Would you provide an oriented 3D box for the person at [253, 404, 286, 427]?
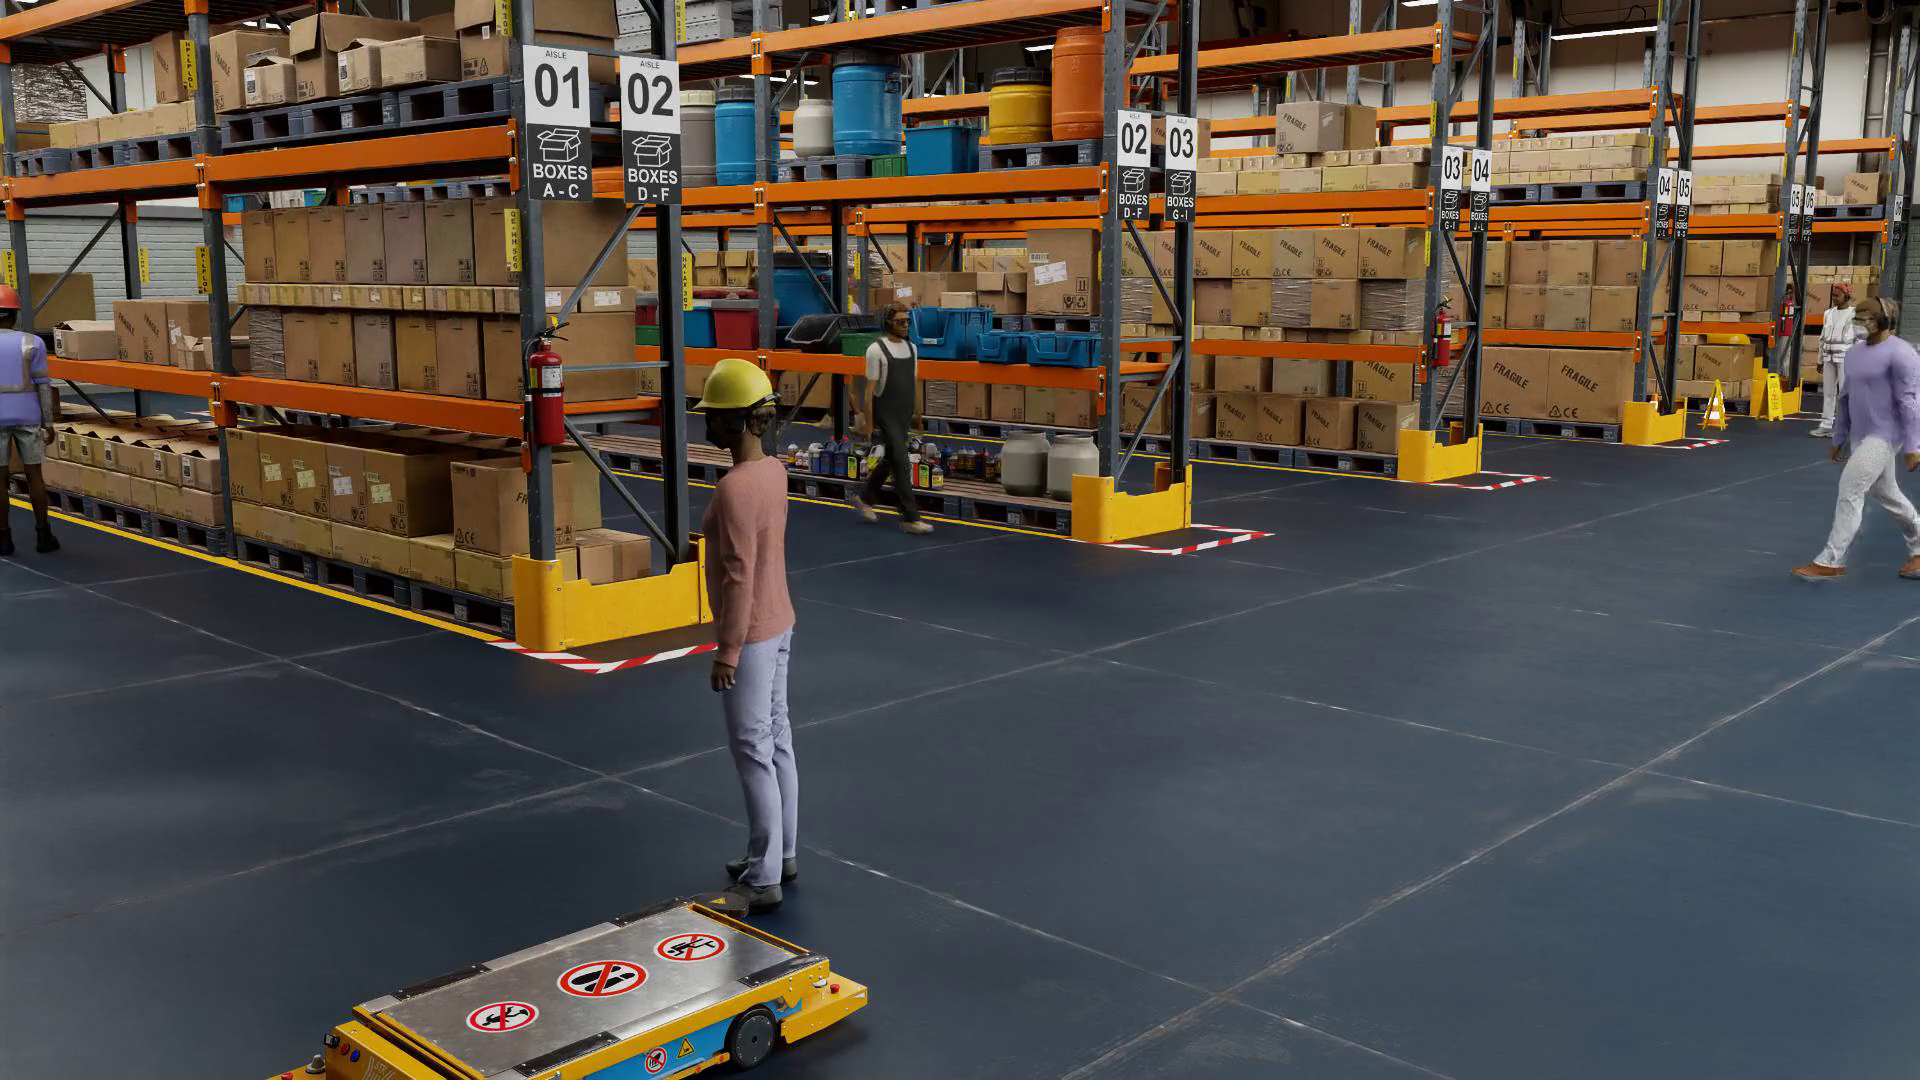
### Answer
[{"bbox_3d":[-7.813,-1.793,18.747,0.526,1.581,0.860,-8,12,-40],"label":"person"}]

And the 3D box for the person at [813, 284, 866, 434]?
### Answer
[{"bbox_3d":[-1.487,-2.340,20.884,1.032,1.999,0.624,8,12,40],"label":"person"}]

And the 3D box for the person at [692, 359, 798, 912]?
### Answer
[{"bbox_3d":[-0.695,0.304,5.358,0.310,1.768,0.533,1,9,8],"label":"person"}]

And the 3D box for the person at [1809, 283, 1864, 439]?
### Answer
[{"bbox_3d":[10.669,-2.175,20.195,0.337,1.882,0.583,-3,10,-19],"label":"person"}]

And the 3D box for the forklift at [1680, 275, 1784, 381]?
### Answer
[{"bbox_3d":[12.480,-3.427,27.053,1.214,2.155,2.313,9,13,43],"label":"forklift"}]

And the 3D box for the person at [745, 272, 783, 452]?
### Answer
[{"bbox_3d":[-2.221,-1.965,18.560,0.537,2.000,0.699,4,10,23],"label":"person"}]

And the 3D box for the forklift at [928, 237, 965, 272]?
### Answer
[{"bbox_3d":[-0.326,-5.817,39.609,1.129,2.768,1.873,9,13,43],"label":"forklift"}]

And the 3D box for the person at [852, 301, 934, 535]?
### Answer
[{"bbox_3d":[-0.568,-0.983,13.151,0.949,1.810,0.517,8,12,42],"label":"person"}]

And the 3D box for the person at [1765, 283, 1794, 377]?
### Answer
[{"bbox_3d":[12.166,-2.907,24.826,0.544,1.838,0.822,-9,13,-43],"label":"person"}]

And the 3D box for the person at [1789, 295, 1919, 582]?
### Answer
[{"bbox_3d":[6.082,-0.665,10.952,1.029,1.891,0.623,0,9,0],"label":"person"}]

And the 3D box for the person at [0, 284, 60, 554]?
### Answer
[{"bbox_3d":[-6.877,-0.876,12.069,0.551,1.934,0.373,-4,10,-23],"label":"person"}]

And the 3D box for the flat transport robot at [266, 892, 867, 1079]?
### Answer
[{"bbox_3d":[-0.980,1.246,4.283,0.652,0.197,1.431,9,13,43],"label":"flat transport robot"}]

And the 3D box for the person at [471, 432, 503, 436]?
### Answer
[{"bbox_3d":[-4.225,-1.191,14.927,0.268,1.632,0.507,9,13,43],"label":"person"}]
